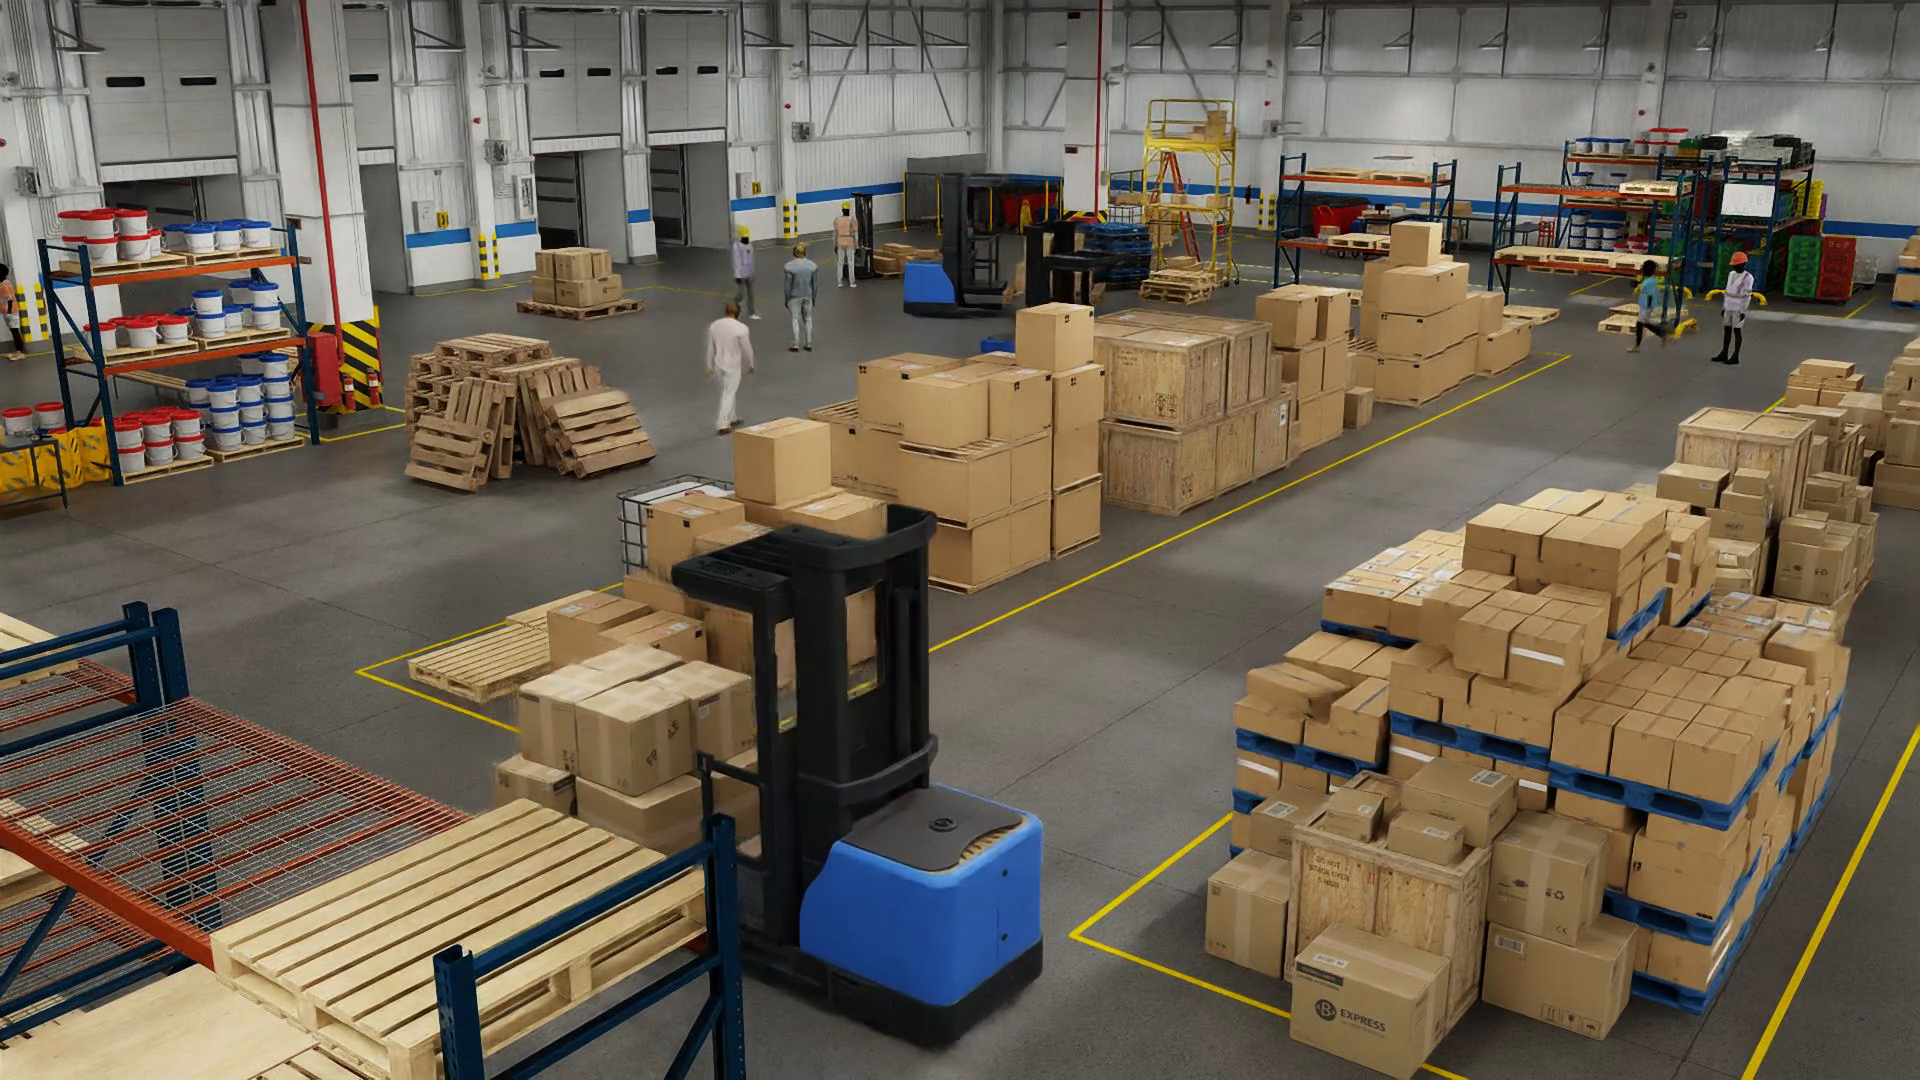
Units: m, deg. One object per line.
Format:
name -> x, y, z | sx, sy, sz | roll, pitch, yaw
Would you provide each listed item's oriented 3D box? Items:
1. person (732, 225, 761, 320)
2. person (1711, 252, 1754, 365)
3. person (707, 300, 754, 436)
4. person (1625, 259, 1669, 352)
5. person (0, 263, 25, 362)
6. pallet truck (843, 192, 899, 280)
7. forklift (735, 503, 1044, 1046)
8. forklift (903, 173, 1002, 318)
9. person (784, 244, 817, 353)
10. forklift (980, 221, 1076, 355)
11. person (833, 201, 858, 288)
person -> -4.303, -5.299, 32.980 | 0.592, 1.904, 0.631 | 12, 21, 35
person -> 13.305, -3.986, 28.593 | 0.366, 1.930, 0.542 | -5, 18, -17
person -> -3.207, -2.457, 23.589 | 0.628, 1.893, 0.842 | 11, 20, 32
person -> 12.299, -4.158, 29.587 | 0.637, 1.680, 0.531 | 5, 18, 17
person -> -16.523, -3.957, 28.890 | 0.321, 1.697, 0.530 | -11, 20, -32
pallet truck -> -1.936, -7.159, 38.982 | 1.885, 1.965, 0.823 | -12, 21, -34
forklift -> -0.526, 1.236, 9.681 | 1.873, 2.768, 1.129 | 12, 21, 35
forklift -> -0.155, -5.958, 33.503 | 1.873, 2.768, 1.129 | 3, 17, 9
person -> -2.842, -4.309, 29.668 | 0.636, 1.931, 0.377 | -9, 19, -28
forklift -> 1.306, -3.307, 24.724 | 1.873, 2.768, 1.129 | 12, 21, 35
person -> -2.559, -6.638, 37.404 | 0.585, 1.918, 0.410 | 4, 17, 12
